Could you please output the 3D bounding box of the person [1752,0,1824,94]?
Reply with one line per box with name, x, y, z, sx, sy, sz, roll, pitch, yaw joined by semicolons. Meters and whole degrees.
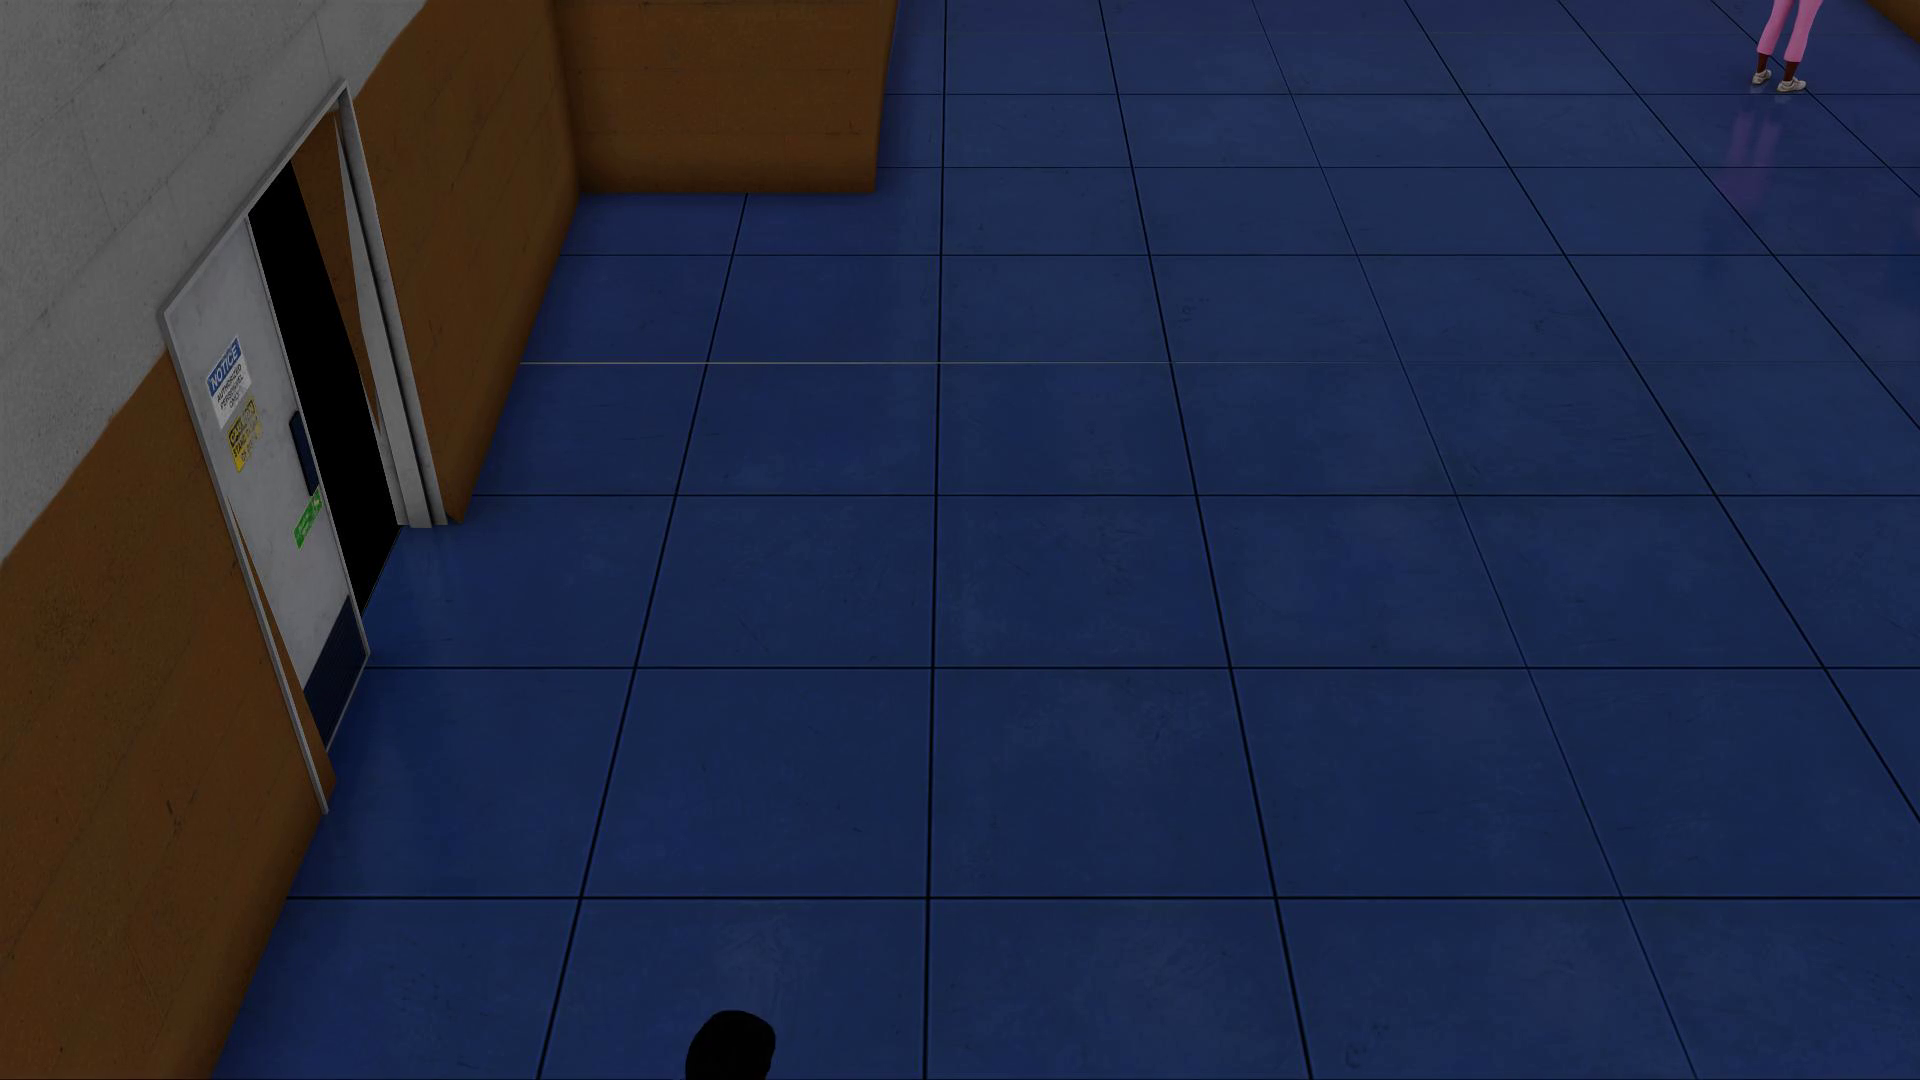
person;6.306;-4.228;12.393;0.693;1.741;0.650;-26;44;-30
